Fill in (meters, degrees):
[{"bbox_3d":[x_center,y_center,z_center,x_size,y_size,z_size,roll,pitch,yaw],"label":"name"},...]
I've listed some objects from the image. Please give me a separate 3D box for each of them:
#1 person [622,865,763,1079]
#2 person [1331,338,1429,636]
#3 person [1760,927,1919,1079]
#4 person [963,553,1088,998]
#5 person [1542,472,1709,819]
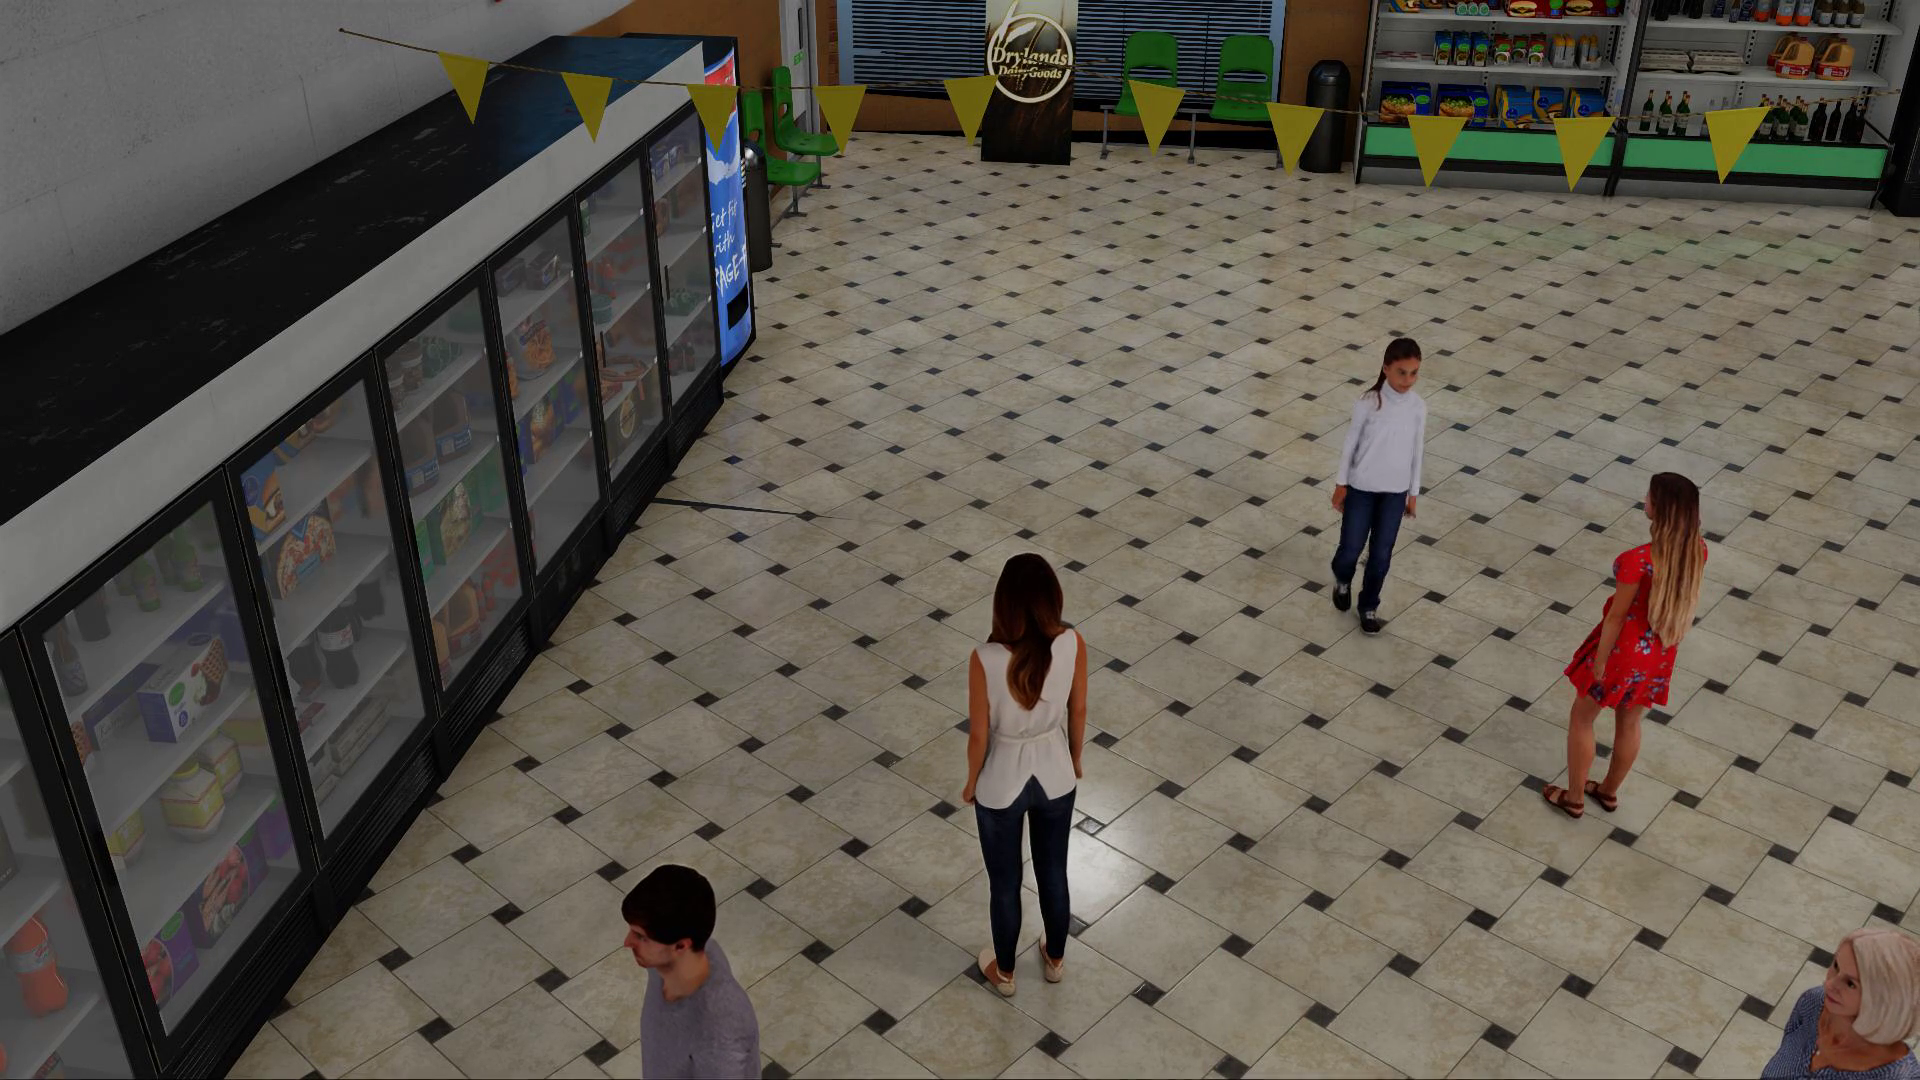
[{"bbox_3d":[-0.649,1.589,4.340,0.756,1.838,0.725,-14,32,-25],"label":"person"},{"bbox_3d":[2.011,-0.292,8.087,0.612,1.549,0.665,-1,29,-2],"label":"person"},{"bbox_3d":[2.205,1.676,4.303,0.620,1.721,0.623,-5,29,-10],"label":"person"},{"bbox_3d":[0.233,0.844,5.763,0.603,1.783,0.720,-8,30,-14],"label":"person"},{"bbox_3d":[2.743,0.472,6.647,0.677,1.589,0.772,-9,30,-16],"label":"person"}]
